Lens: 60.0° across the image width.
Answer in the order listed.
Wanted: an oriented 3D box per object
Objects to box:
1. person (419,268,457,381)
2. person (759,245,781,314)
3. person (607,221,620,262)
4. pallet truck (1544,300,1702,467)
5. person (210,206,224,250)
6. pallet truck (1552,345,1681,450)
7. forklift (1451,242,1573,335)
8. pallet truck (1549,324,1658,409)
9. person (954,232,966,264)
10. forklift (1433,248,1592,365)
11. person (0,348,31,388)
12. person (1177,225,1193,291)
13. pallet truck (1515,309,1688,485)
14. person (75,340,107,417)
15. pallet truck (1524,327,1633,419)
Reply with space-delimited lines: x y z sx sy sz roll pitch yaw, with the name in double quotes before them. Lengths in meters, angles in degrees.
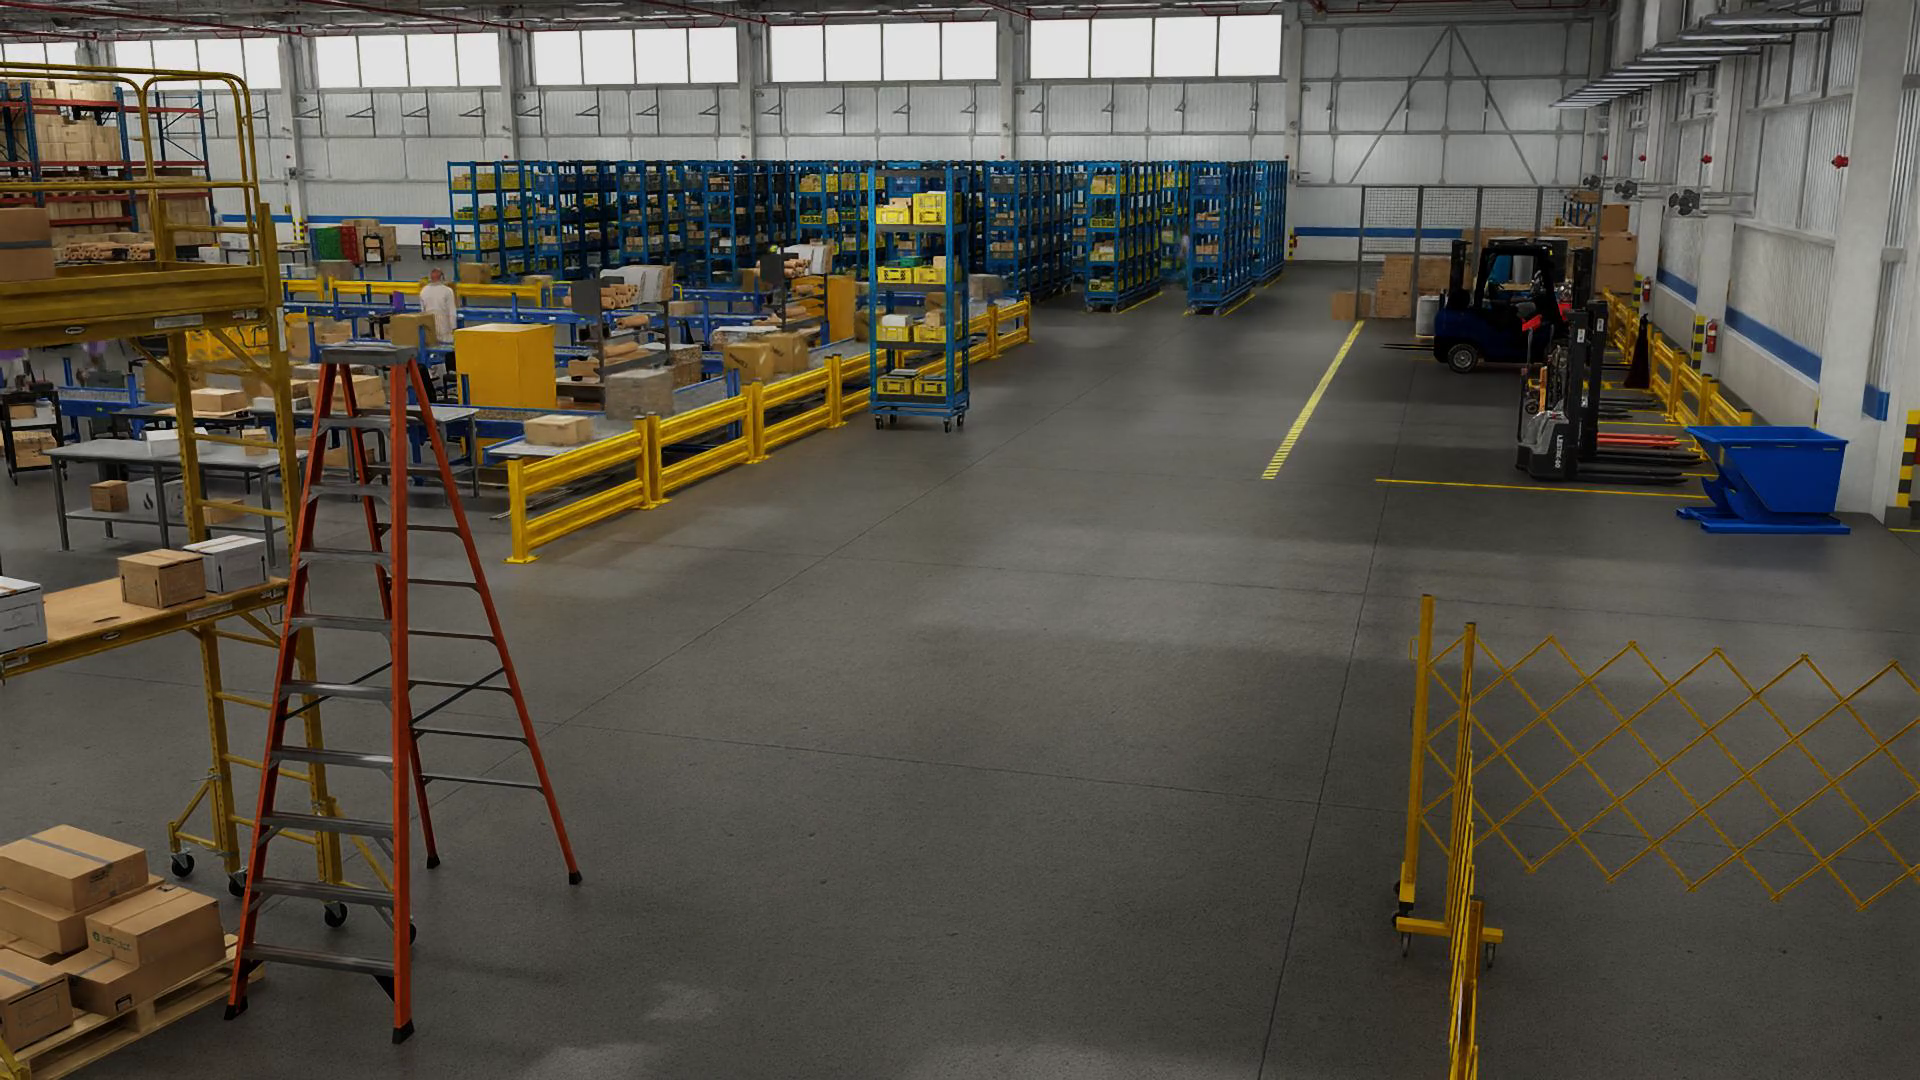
"person" -8.777 -3.631 28.119 0.645 1.900 0.395 4 14 15
"person" -4.337 -5.951 38.477 0.789 1.745 0.527 6 14 24
"person" -11.104 -9.350 53.035 0.699 1.793 0.619 7 15 26
"pallet truck" 8.263 -1.952 20.631 1.885 1.965 0.823 5 14 20
"person" -30.027 -12.593 67.165 0.579 1.739 0.399 -4 14 -18
"pallet truck" 8.641 -1.896 21.908 1.630 1.274 0.653 4 14 16
"forklift" 10.464 -4.597 31.405 2.680 1.987 1.157 4 14 16
"pallet truck" 9.824 -2.669 25.407 1.601 1.201 0.680 4 14 16
"person" -0.069 -8.818 50.401 0.629 1.942 0.979 -2 13 -8
"forklift" 9.780 -4.111 29.280 2.680 1.987 1.157 3 13 14
"person" -13.539 -2.626 23.681 0.379 1.932 0.551 12 17 41
"person" 6.406 -7.931 46.812 0.451 1.828 0.608 5 14 20
"pallet truck" 7.554 -1.677 19.446 1.885 1.965 0.823 3 13 14
"person" -12.670 -2.769 24.152 0.668 1.996 0.711 -4 14 -18
"pallet truck" 9.065 -2.460 24.370 1.522 1.261 0.704 3 13 14
